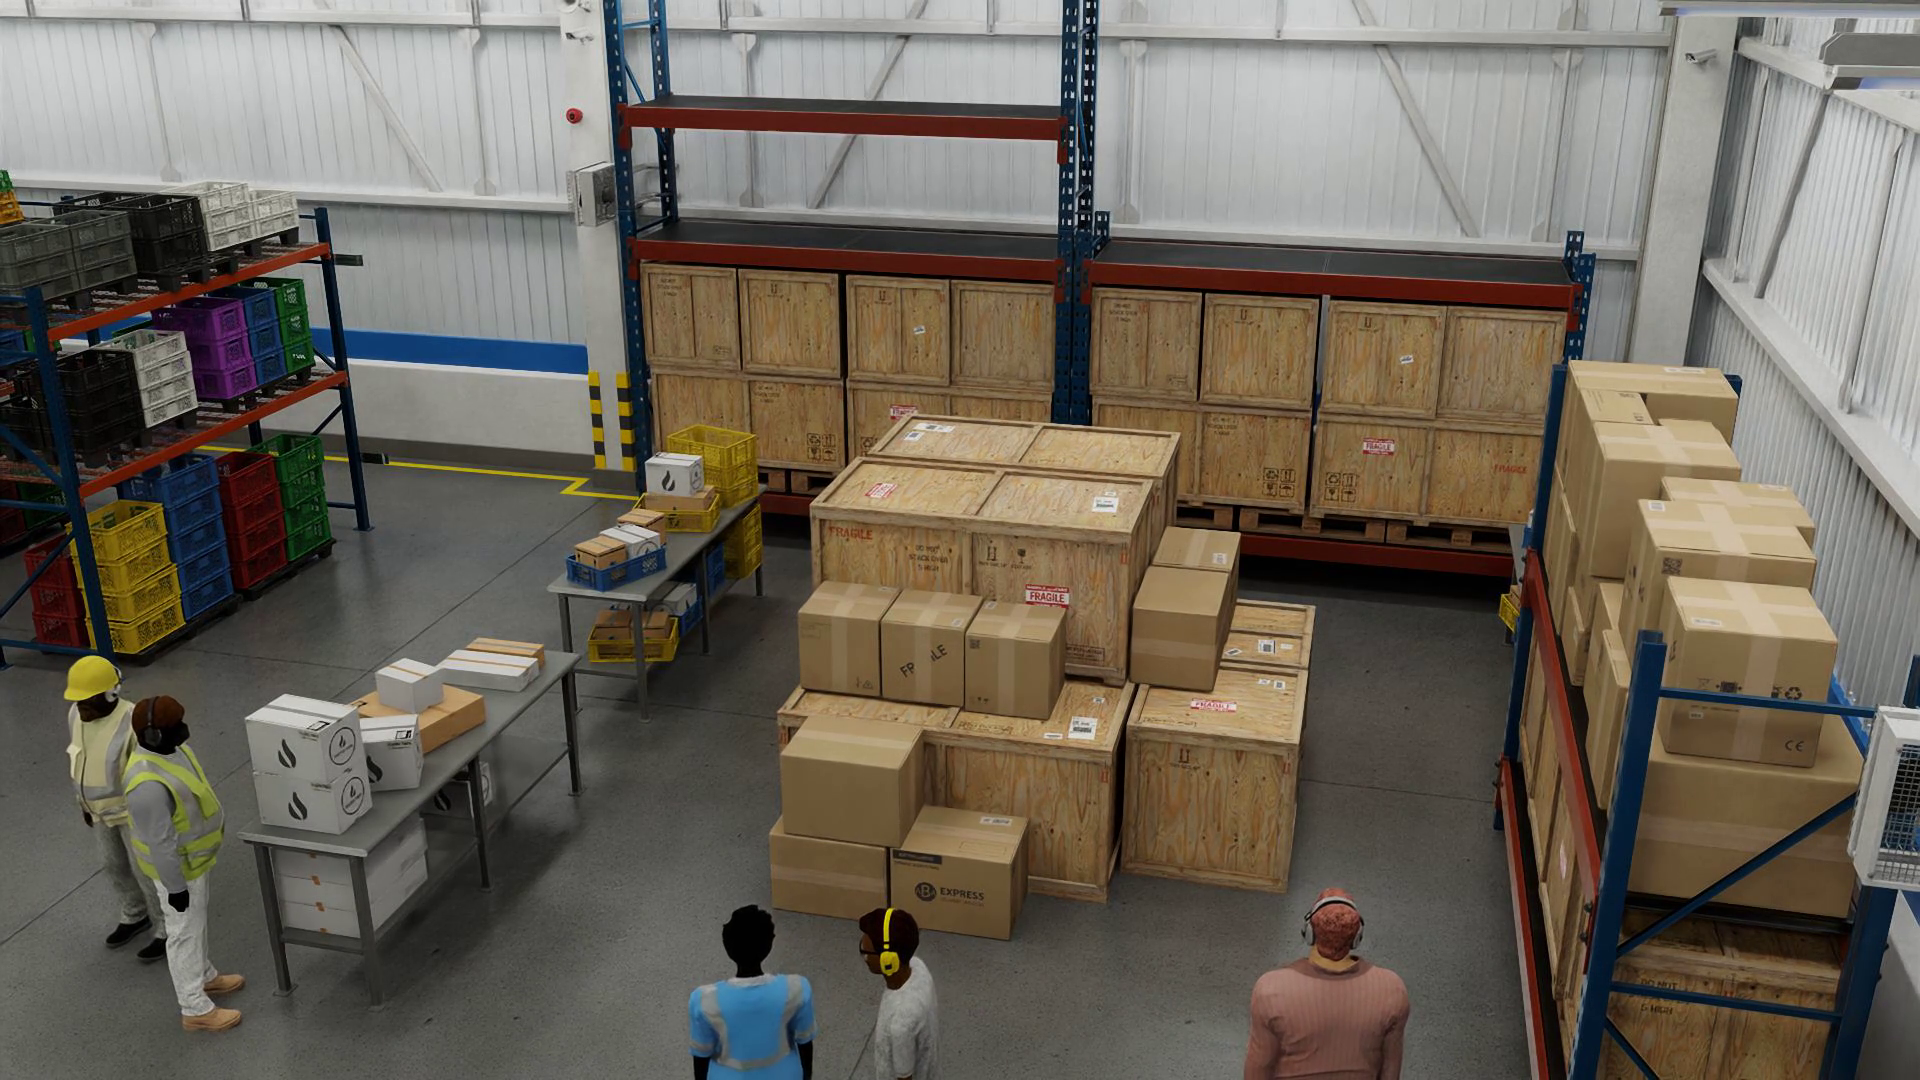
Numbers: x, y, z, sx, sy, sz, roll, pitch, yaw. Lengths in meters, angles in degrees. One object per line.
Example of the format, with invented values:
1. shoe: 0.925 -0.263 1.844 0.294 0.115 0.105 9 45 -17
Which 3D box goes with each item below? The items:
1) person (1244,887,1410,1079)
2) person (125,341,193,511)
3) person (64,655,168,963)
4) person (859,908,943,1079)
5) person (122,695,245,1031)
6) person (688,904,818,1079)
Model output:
1. person: 1.459 2.270 6.796 0.641 1.908 0.407 -1 21 -4
2. person: -7.196 -0.850 14.913 0.630 1.938 0.369 1 21 2
3. person: -4.570 1.450 9.066 0.603 1.823 0.403 11 23 26
4. person: -0.232 2.318 6.751 0.328 1.855 0.518 1 21 2
5. person: -3.983 1.636 8.543 0.429 1.842 0.636 -6 22 -16
6. person: -0.859 2.309 6.996 0.540 1.689 0.321 -5 22 -14
